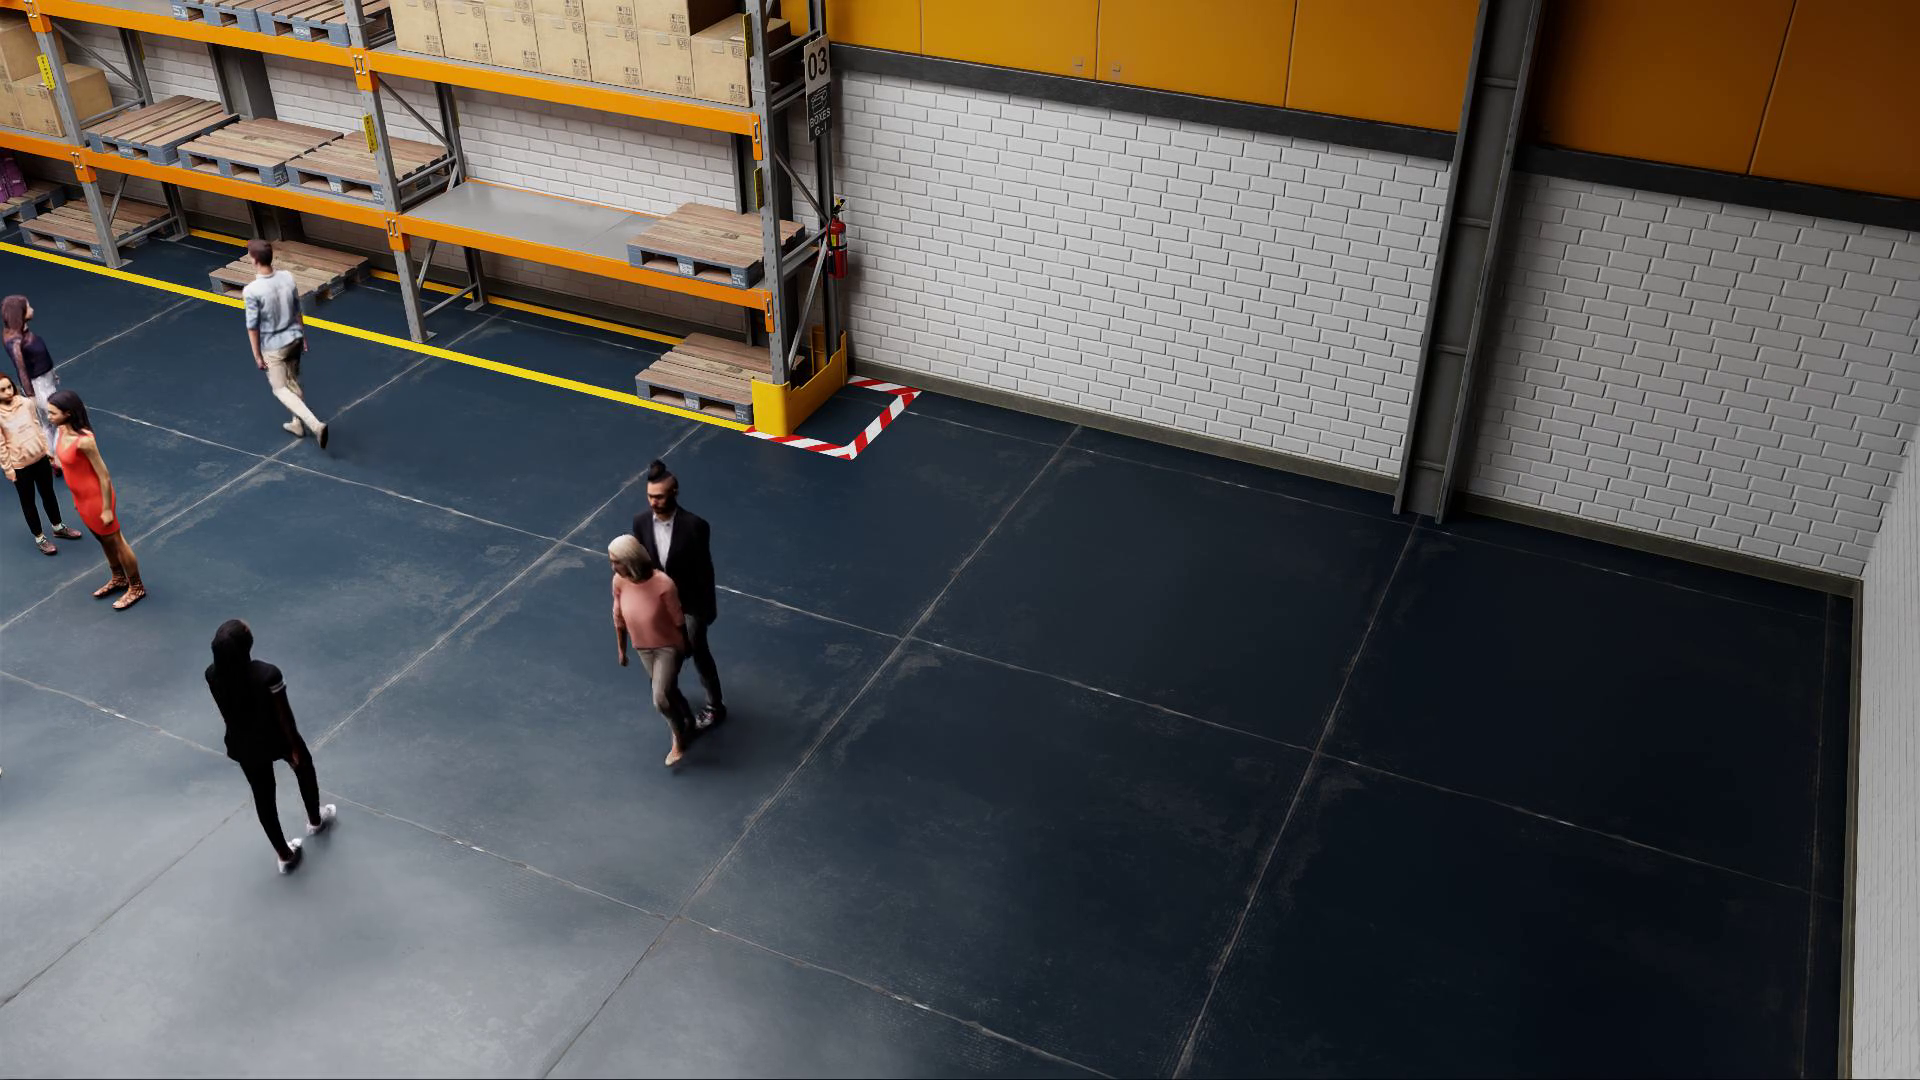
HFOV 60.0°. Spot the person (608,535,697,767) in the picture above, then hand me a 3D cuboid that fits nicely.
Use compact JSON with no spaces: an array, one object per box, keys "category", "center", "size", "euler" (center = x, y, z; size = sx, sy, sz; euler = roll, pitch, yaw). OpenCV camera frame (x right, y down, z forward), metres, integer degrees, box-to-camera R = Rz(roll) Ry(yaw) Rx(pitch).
[{"category":"person","center":[-1.858,0.643,10.517],"size":[0.623,1.683,0.659],"euler":[8,35,12]}]

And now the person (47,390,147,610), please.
[{"category":"person","center":[-6.199,-0.303,11.906],"size":[0.518,1.719,0.690],"euler":[22,40,30]}]

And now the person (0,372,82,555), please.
[{"category":"person","center":[-7.061,-0.607,12.580],"size":[0.504,1.481,0.562],"euler":[14,36,19]}]

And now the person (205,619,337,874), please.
[{"category":"person","center":[-4.052,1.233,9.600],"size":[0.833,1.715,0.856],"euler":[-2,34,-3]}]

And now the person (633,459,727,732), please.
[{"category":"person","center":[-1.842,0.314,10.778],"size":[0.577,1.941,0.752],"euler":[10,35,15]}]

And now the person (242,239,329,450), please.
[{"category":"person","center":[-5.551,-1.582,13.734],"size":[1.075,1.827,0.773],"euler":[22,39,29]}]

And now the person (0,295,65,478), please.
[{"category":"person","center":[-7.465,-1.208,13.382],"size":[0.755,1.594,0.684],"euler":[-13,36,-19]}]
